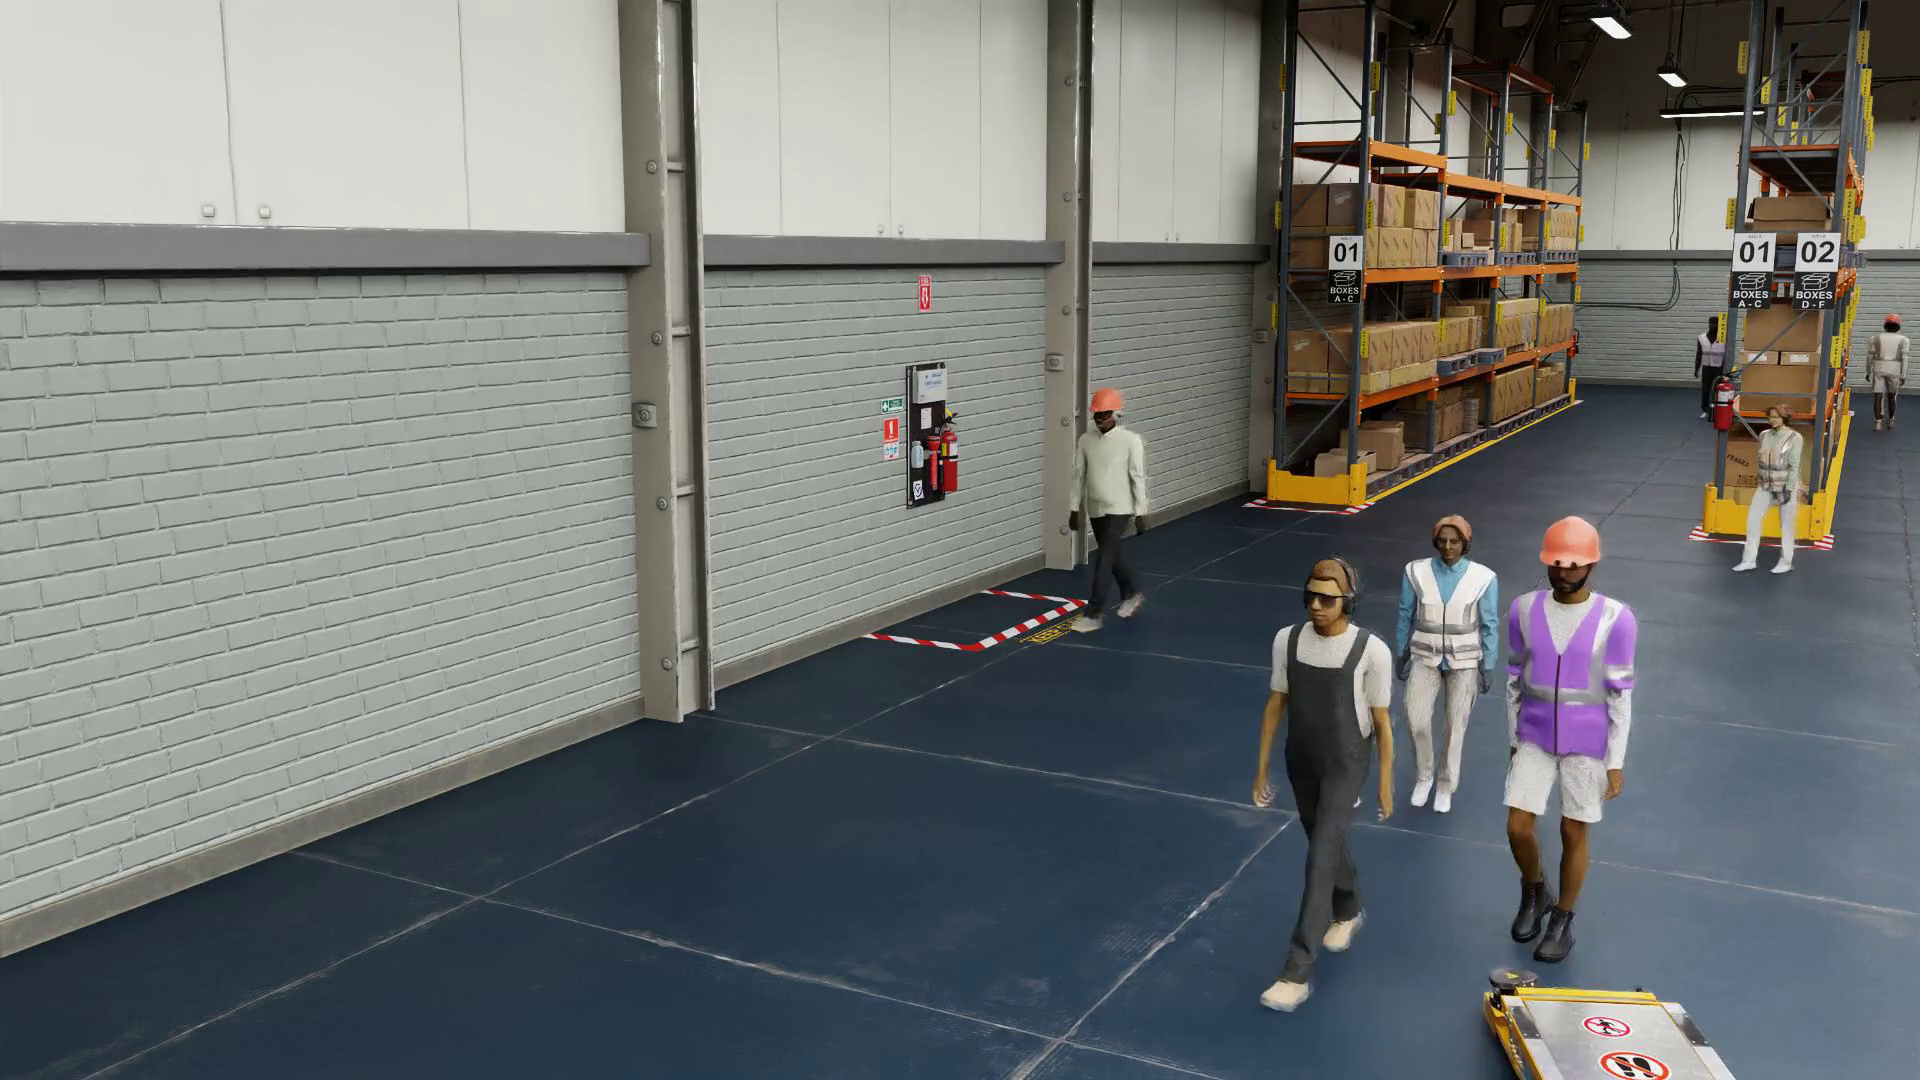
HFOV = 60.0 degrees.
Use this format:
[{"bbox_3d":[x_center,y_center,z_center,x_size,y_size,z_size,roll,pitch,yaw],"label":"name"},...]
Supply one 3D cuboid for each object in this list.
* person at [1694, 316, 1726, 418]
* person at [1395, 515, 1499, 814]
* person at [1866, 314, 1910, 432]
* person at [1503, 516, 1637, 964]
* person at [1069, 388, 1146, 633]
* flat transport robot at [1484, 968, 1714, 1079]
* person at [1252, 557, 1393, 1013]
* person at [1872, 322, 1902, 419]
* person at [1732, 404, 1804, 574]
[{"bbox_3d":[13.979,-3.206,30.839,0.650,1.894,0.530,8,13,40],"label":"person"},{"bbox_3d":[2.596,0.671,8.902,0.542,1.621,0.399,4,10,22],"label":"person"},{"bbox_3d":[15.910,-2.866,28.560,0.621,1.984,1.023,5,11,28],"label":"person"},{"bbox_3d":[2.538,0.852,7.014,0.547,1.921,0.405,7,12,34],"label":"person"},{"bbox_3d":[1.219,-0.273,13.524,0.639,1.955,1.019,8,13,41],"label":"person"},{"bbox_3d":[2.308,1.883,5.790,0.652,0.197,1.431,1,10,6],"label":"flat transport robot"},{"bbox_3d":[1.511,0.942,6.868,0.523,1.795,1.005,8,13,39],"label":"person"},{"bbox_3d":[16.984,-3.110,30.410,0.538,1.851,0.535,5,11,25],"label":"person"},{"bbox_3d":[7.610,-0.467,15.606,0.686,1.612,0.522,-4,11,-25],"label":"person"}]
